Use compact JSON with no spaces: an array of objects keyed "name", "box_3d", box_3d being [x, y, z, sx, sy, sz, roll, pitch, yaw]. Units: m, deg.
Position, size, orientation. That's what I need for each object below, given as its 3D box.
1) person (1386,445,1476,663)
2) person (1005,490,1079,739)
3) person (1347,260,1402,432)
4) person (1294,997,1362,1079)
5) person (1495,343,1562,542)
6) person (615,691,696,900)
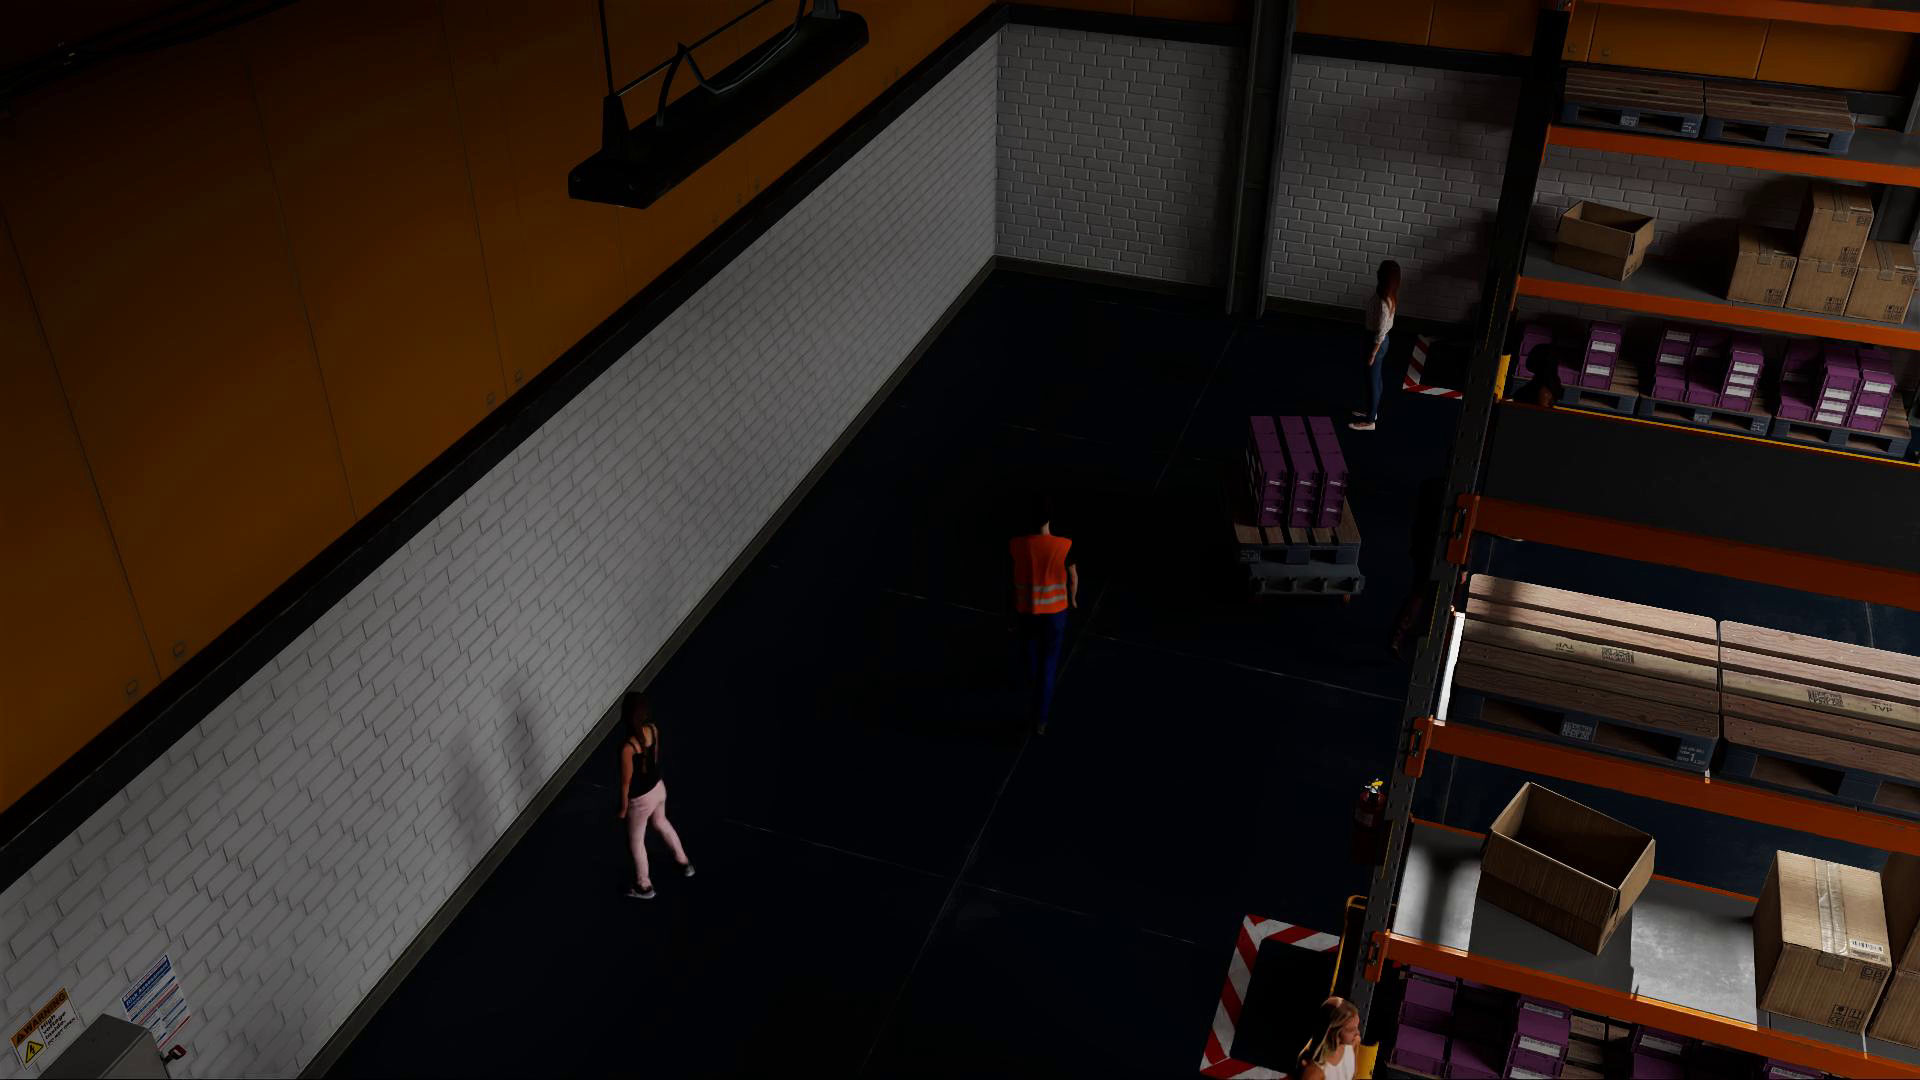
[{"name":"person","box_3d":[3.628,0.135,12.718,1.177,1.835,1.041,29,43,36]},{"name":"person","box_3d":[0.593,0.574,12.053,1.186,1.842,0.886,5,34,7]},{"name":"person","box_3d":[3.966,-1.861,15.818,0.498,1.729,0.581,10,35,15]},{"name":"person","box_3d":[1.741,2.936,8.573,1.031,1.759,1.307,-27,42,-34]},{"name":"person","box_3d":[4.892,-0.845,14.213,0.652,1.814,0.675,15,37,22]},{"name":"person","box_3d":[-2.014,1.637,10.713,0.682,1.554,0.649,9,35,14]}]
